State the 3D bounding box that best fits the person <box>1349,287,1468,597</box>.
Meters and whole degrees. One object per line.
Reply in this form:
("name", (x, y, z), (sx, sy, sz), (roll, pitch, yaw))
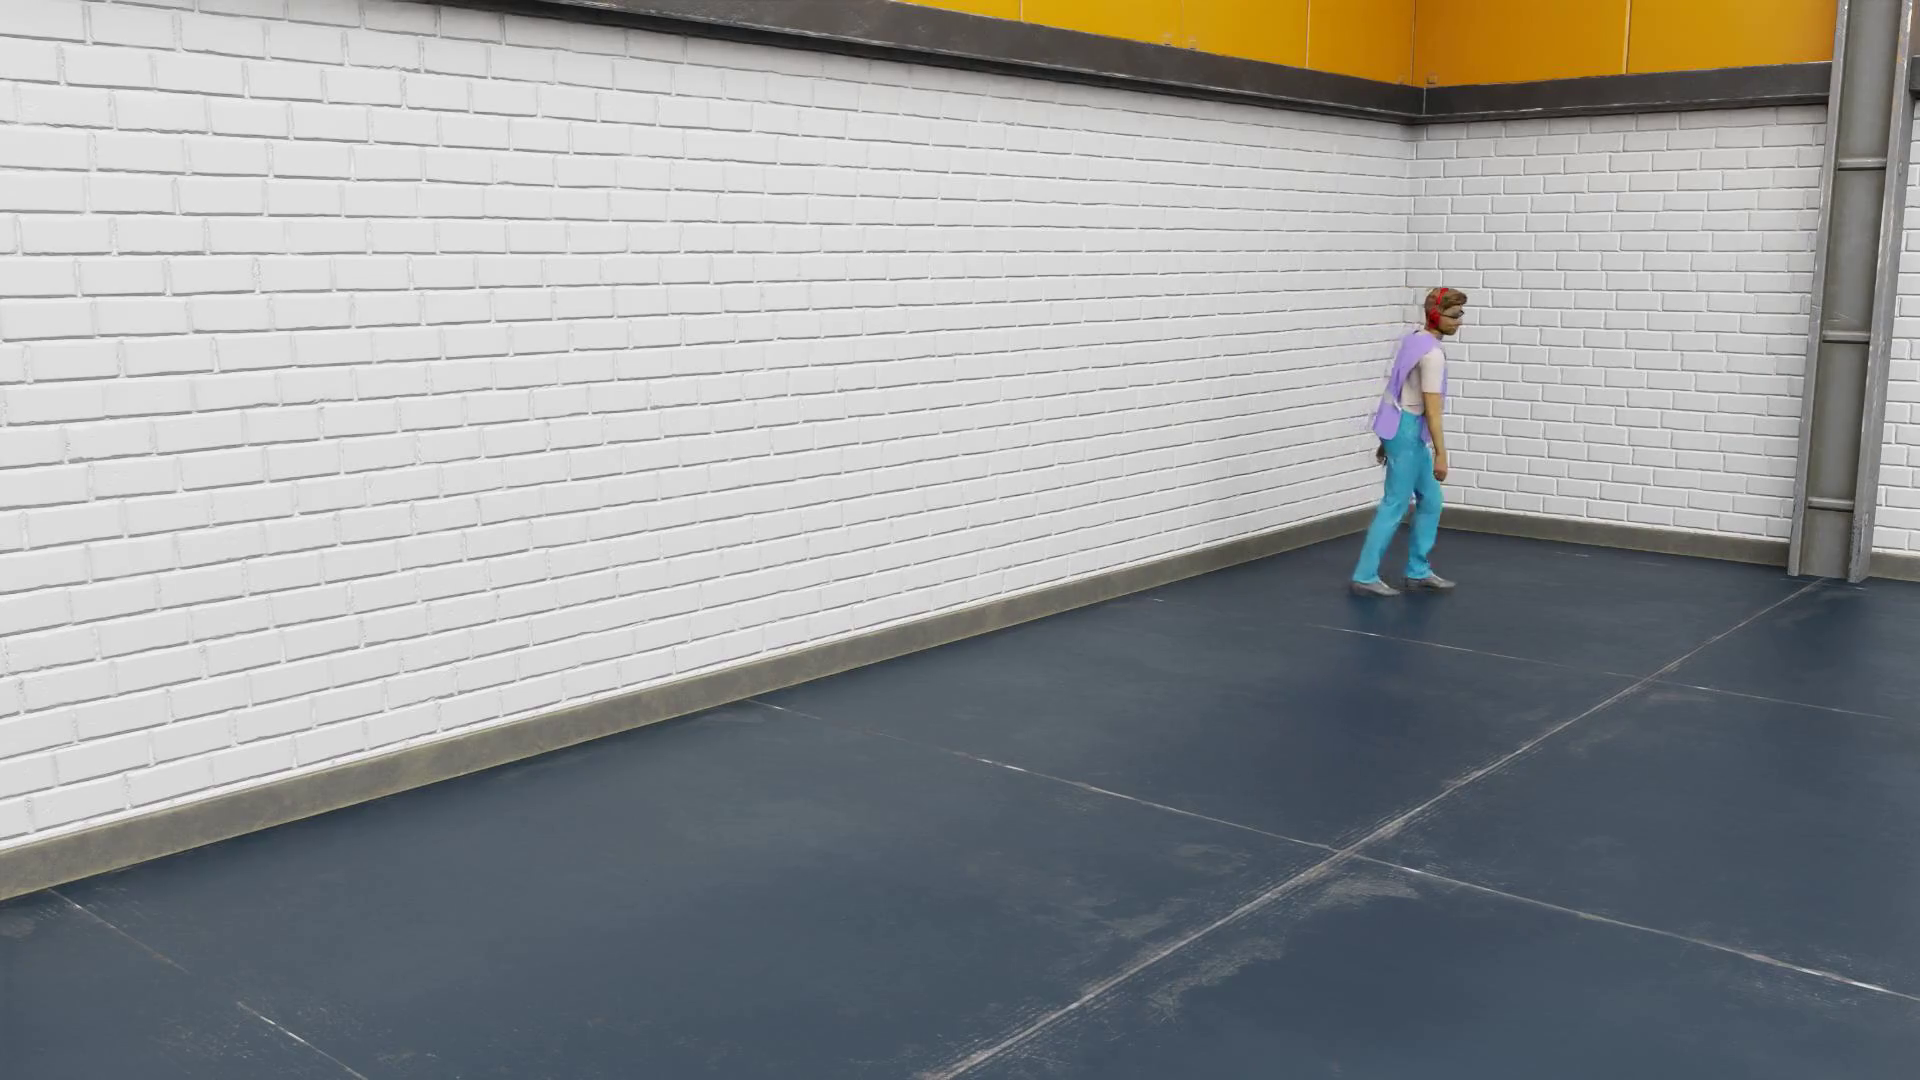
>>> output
("person", (2.623, -0.546, 9.555), (0.723, 1.798, 0.586), (2, 10, 9))
